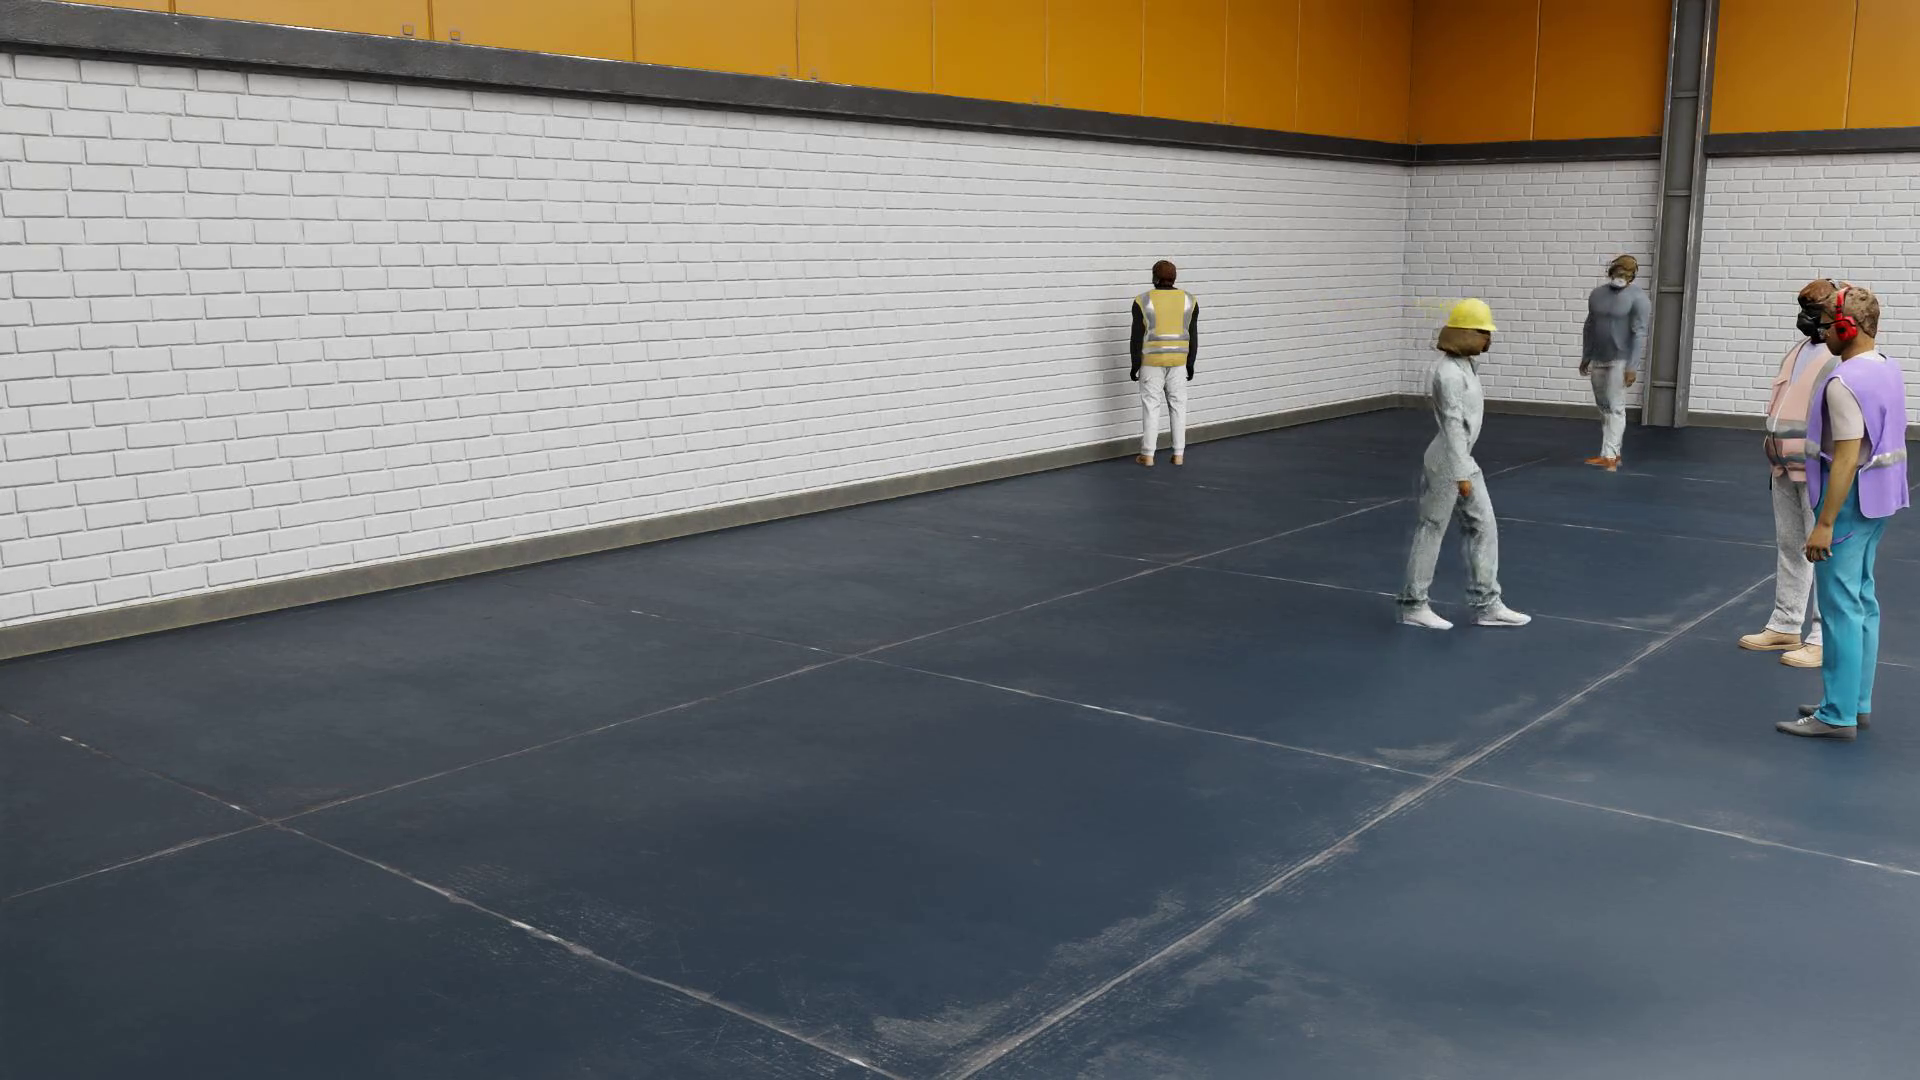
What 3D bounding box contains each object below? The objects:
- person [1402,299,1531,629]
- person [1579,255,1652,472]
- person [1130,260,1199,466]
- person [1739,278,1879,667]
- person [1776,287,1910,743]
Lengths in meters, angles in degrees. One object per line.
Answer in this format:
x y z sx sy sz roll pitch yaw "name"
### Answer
2.641 -0.365 8.532 0.750 1.713 0.516 6 12 29 "person"
5.785 -1.551 14.650 0.471 1.897 0.693 -4 11 -23 "person"
1.824 -1.588 14.974 0.630 1.846 0.429 -2 10 -10 "person"
4.077 -0.322 7.967 0.429 1.843 0.629 -1 10 -6 "person"
3.596 -0.098 6.736 0.395 1.836 0.566 10 14 43 "person"
